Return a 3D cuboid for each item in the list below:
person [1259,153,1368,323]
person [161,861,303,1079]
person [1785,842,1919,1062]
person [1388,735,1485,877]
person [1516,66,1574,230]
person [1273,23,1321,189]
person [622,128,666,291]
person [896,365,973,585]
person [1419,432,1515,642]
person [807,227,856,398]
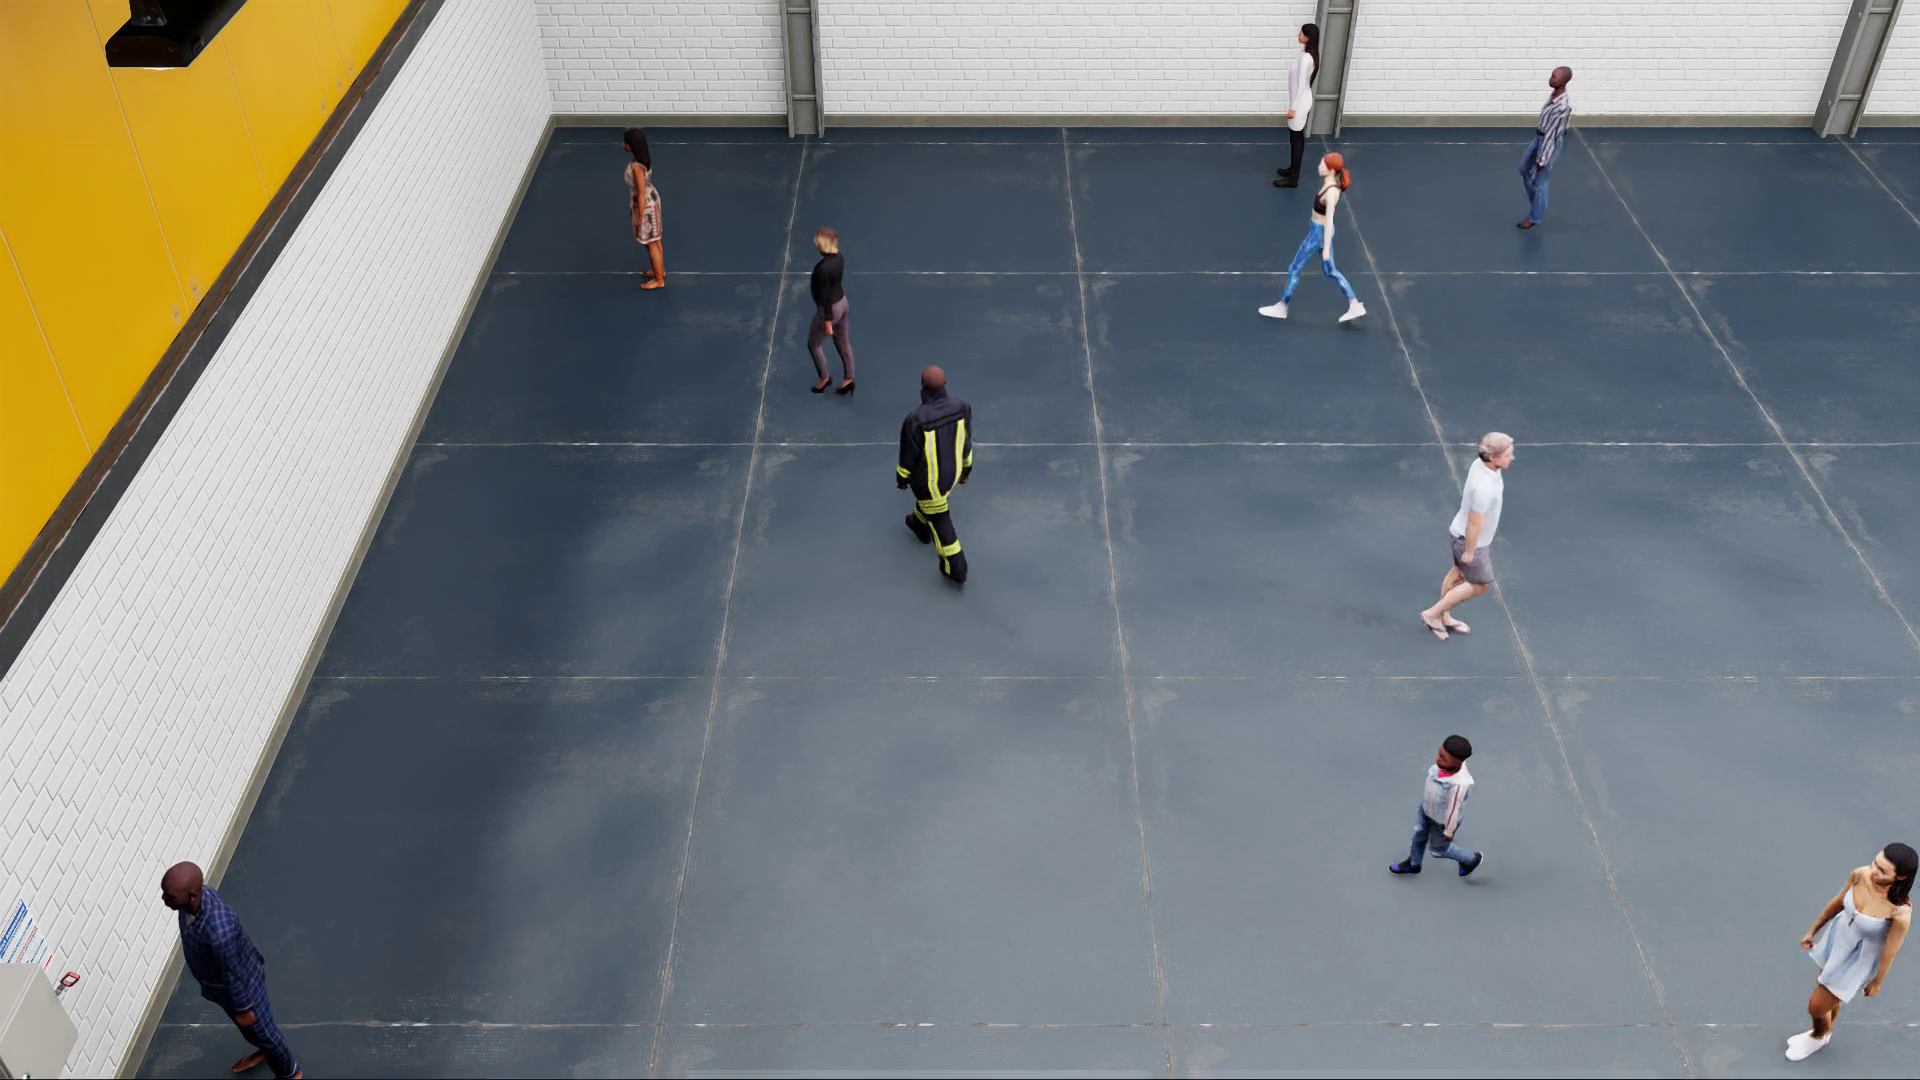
[{"bbox_3d":[3.459,-2.773,15.544,1.287,1.741,0.808,10,40,12],"label":"person"},{"bbox_3d":[-3.959,2.368,9.045,0.745,1.817,0.810,30,48,32],"label":"person"},{"bbox_3d":[5.024,2.282,9.231,0.688,1.719,0.676,-9,40,-11],"label":"person"},{"bbox_3d":[3.061,1.684,10.361,0.797,1.243,0.519,-3,39,-4],"label":"person"},{"bbox_3d":[6.095,-3.994,17.038,0.628,1.783,0.683,5,39,6],"label":"person"},{"bbox_3d":[3.658,-4.675,17.871,0.643,1.809,0.670,12,40,15],"label":"person"},{"bbox_3d":[-3.061,-3.250,16.218,0.540,1.645,0.665,-3,39,-3],"label":"person"},{"bbox_3d":[-0.144,-0.489,12.648,1.254,1.785,1.223,-22,44,-26],"label":"person"},{"bbox_3d":[3.619,-0.044,12.065,0.781,1.818,0.739,11,40,14],"label":"person"},{"bbox_3d":[-1.041,-1.953,14.584,0.738,1.658,0.717,13,40,15],"label":"person"}]
